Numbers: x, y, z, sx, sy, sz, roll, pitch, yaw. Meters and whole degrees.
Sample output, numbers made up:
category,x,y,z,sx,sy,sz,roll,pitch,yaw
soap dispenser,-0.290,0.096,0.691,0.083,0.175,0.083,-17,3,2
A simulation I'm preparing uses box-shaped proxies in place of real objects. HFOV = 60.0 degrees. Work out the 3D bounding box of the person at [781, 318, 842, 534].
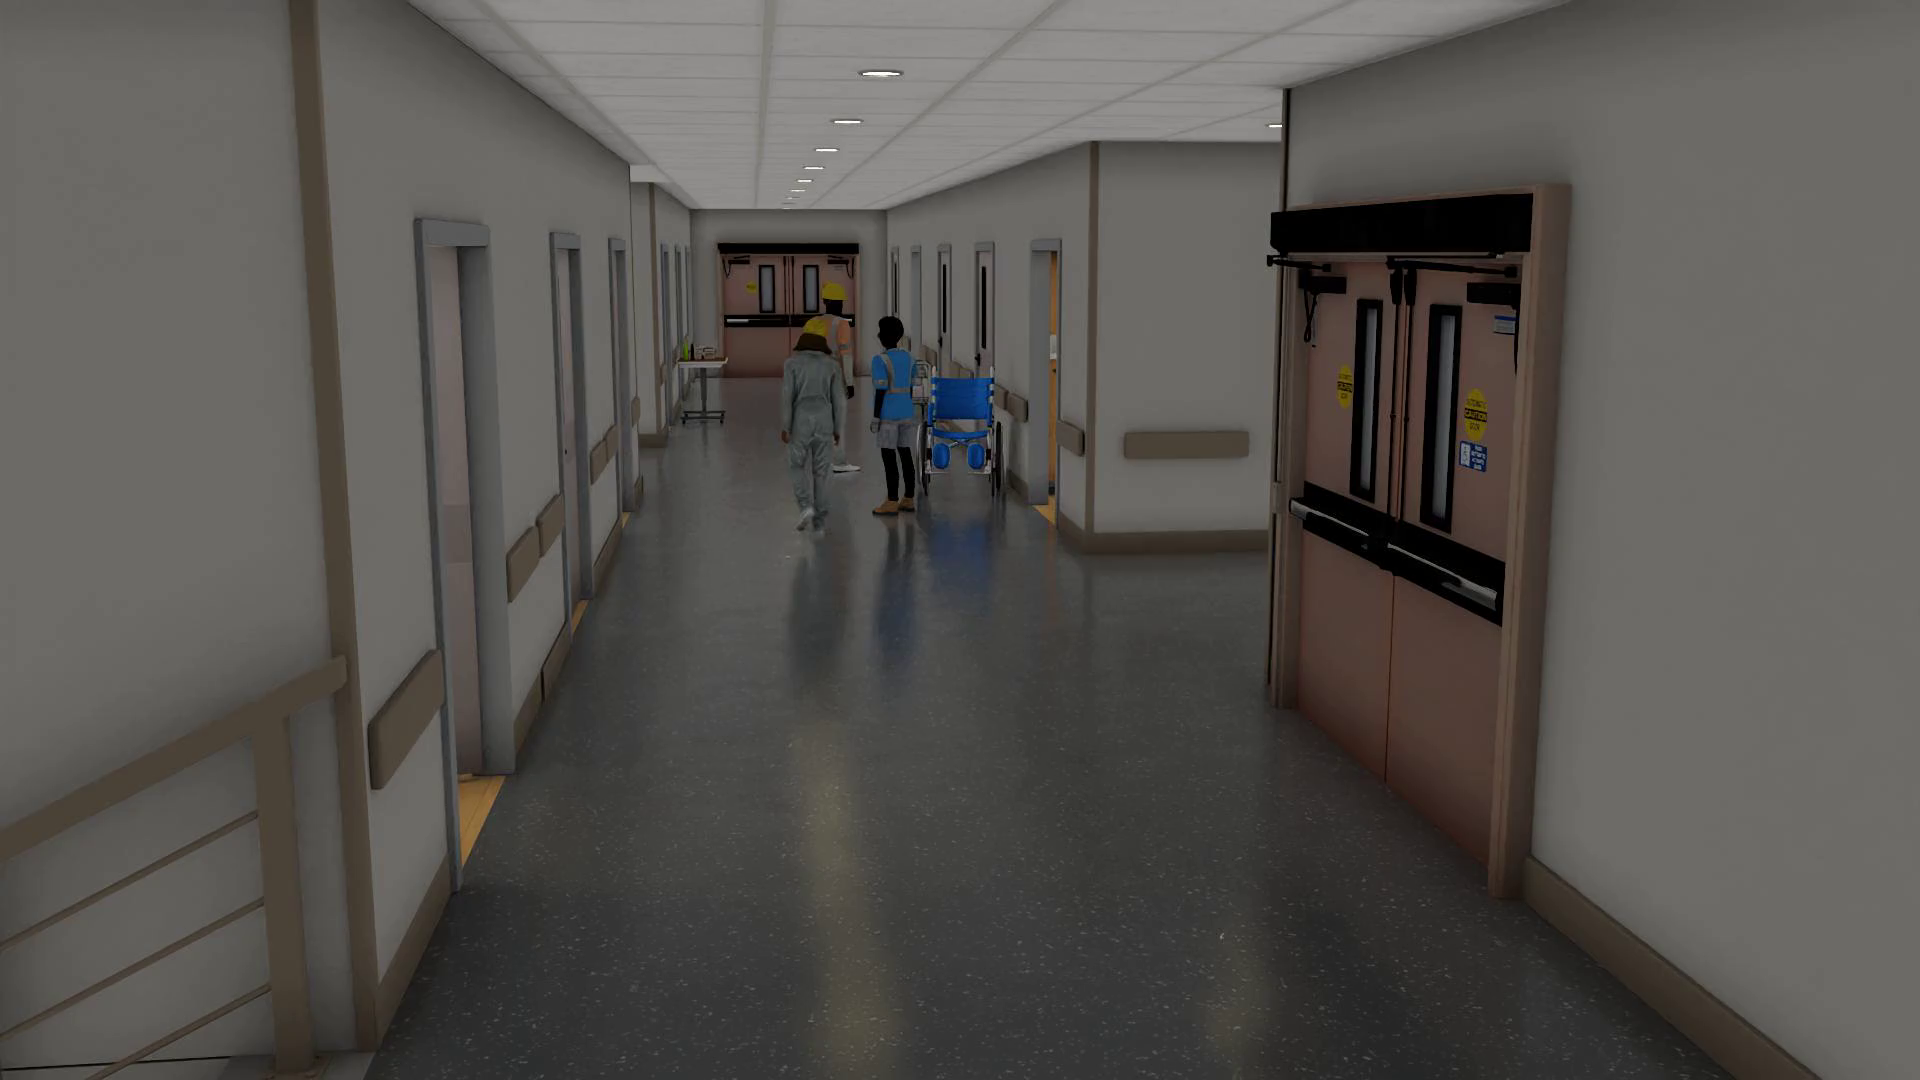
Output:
category,x,y,z,sx,sy,sz,roll,pitch,yaw
person,-1.181,-0.903,13.238,0.511,1.714,0.463,-3,10,-17

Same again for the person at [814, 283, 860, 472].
category,x,y,z,sx,sy,sz,roll,pitch,yaw
person,-1.295,-1.651,16.978,0.585,1.928,0.365,9,13,41

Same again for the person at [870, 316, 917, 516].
category,x,y,z,sx,sy,sz,roll,pitch,yaw
person,-0.574,-1.055,14.178,0.317,1.695,0.540,7,12,35
